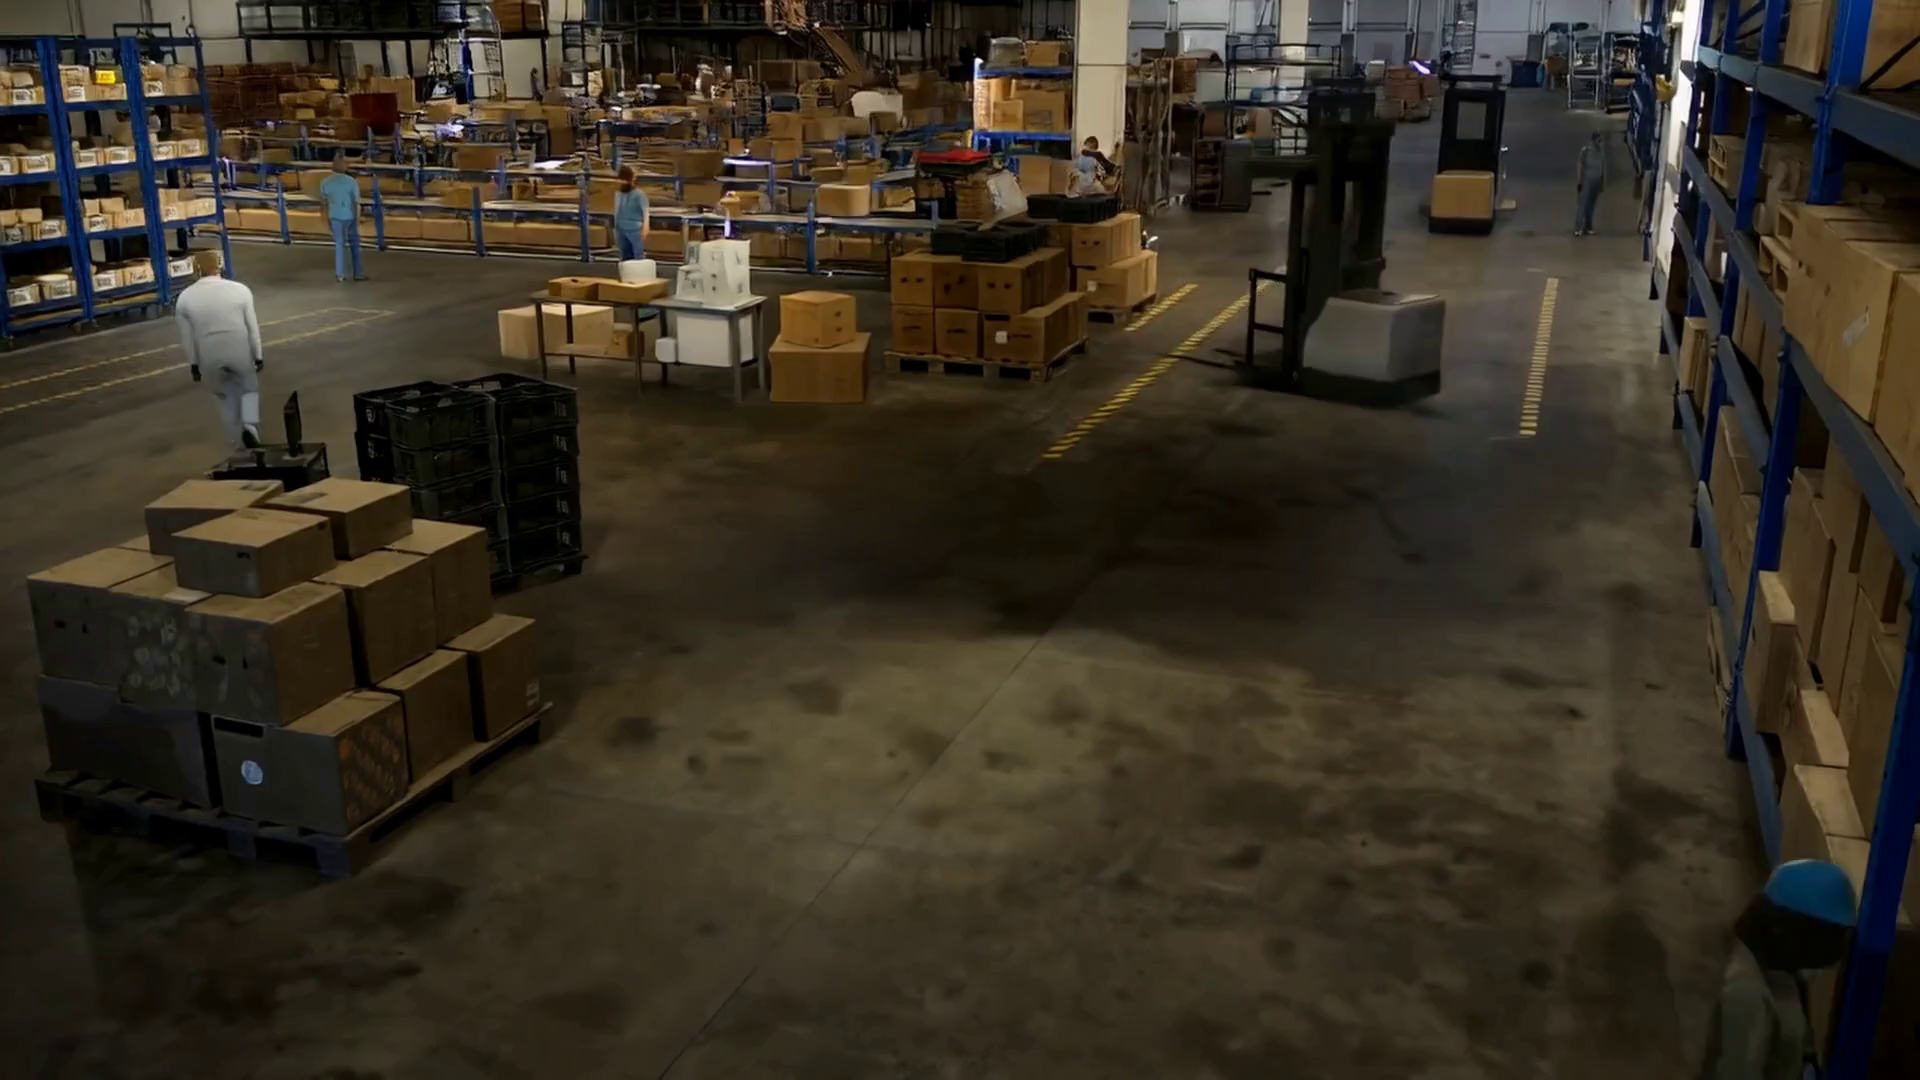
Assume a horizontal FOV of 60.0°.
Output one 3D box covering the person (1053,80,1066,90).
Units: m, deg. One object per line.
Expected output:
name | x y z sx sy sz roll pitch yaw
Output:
person | 4.472 -20.718 74.653 0.652 2.020 0.507 -5 18 -15

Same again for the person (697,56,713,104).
person | -11.172 -20.182 72.931 0.688 2.000 0.538 -3 18 -10

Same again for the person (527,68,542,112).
person | -16.357 -17.177 63.848 1.004 1.836 0.580 6 19 18

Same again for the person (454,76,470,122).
person | -16.914 -14.772 56.297 0.966 1.827 0.532 11 21 32

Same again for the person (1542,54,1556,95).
person | 28.560 -22.485 80.337 0.645 1.933 0.725 -16 23 -40

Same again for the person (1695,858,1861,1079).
person | 2.231 1.697 4.722 0.414 1.705 0.518 11 21 31

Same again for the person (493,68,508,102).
person | -18.120 -17.715 65.642 0.519 1.756 0.341 -3 18 -8

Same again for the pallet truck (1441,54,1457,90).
pallet truck | 22.765 -21.886 78.355 0.823 1.965 1.885 -4 18 -14

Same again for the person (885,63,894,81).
person | -2.929 -18.193 66.896 0.548 1.916 0.796 -12 21 -33

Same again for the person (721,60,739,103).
person | -10.222 -20.279 73.537 1.021 1.872 0.597 6 19 19

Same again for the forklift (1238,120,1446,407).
forklift | 4.071 -2.948 17.417 1.129 2.768 1.873 -15 23 -39

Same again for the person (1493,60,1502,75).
person | 23.876 -20.401 73.968 0.431 1.836 0.619 5 18 16

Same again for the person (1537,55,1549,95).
person | 28.389 -22.525 80.568 0.479 1.874 0.585 -7 19 -22

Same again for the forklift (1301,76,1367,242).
forklift | 6.598 -6.755 29.381 1.129 2.768 1.873 6 19 19

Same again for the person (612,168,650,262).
person | -4.642 -4.305 23.384 0.600 1.829 0.404 9 20 27

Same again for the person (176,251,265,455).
person | -6.591 -1.633 14.895 0.662 1.886 0.459 -6 19 -19

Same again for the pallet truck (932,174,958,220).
pallet truck | -0.507 -5.292 27.348 0.653 1.274 1.630 6 19 19

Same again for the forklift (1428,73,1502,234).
forklift | 9.343 -7.129 30.554 1.129 2.768 1.873 6 19 19

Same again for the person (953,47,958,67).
person | -0.156 -26.359 92.415 0.608 1.995 0.377 10 20 28

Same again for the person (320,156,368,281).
person | -9.239 -4.802 24.928 0.572 1.840 0.373 -1 18 -2

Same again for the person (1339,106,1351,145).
person | 10.705 -11.389 45.922 0.561 1.669 0.604 -16 23 -40

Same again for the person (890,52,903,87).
person | -3.179 -23.410 83.244 0.631 1.938 0.391 -4 18 -12

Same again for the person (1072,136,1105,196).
person | 2.266 -5.807 27.966 0.909 1.909 0.644 14 22 37

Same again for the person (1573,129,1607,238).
person | 11.326 -6.386 29.814 0.639 1.902 0.407 -10 20 -28

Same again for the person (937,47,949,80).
person | -0.968 -27.044 94.674 0.626 1.931 0.448 -3 18 -9
